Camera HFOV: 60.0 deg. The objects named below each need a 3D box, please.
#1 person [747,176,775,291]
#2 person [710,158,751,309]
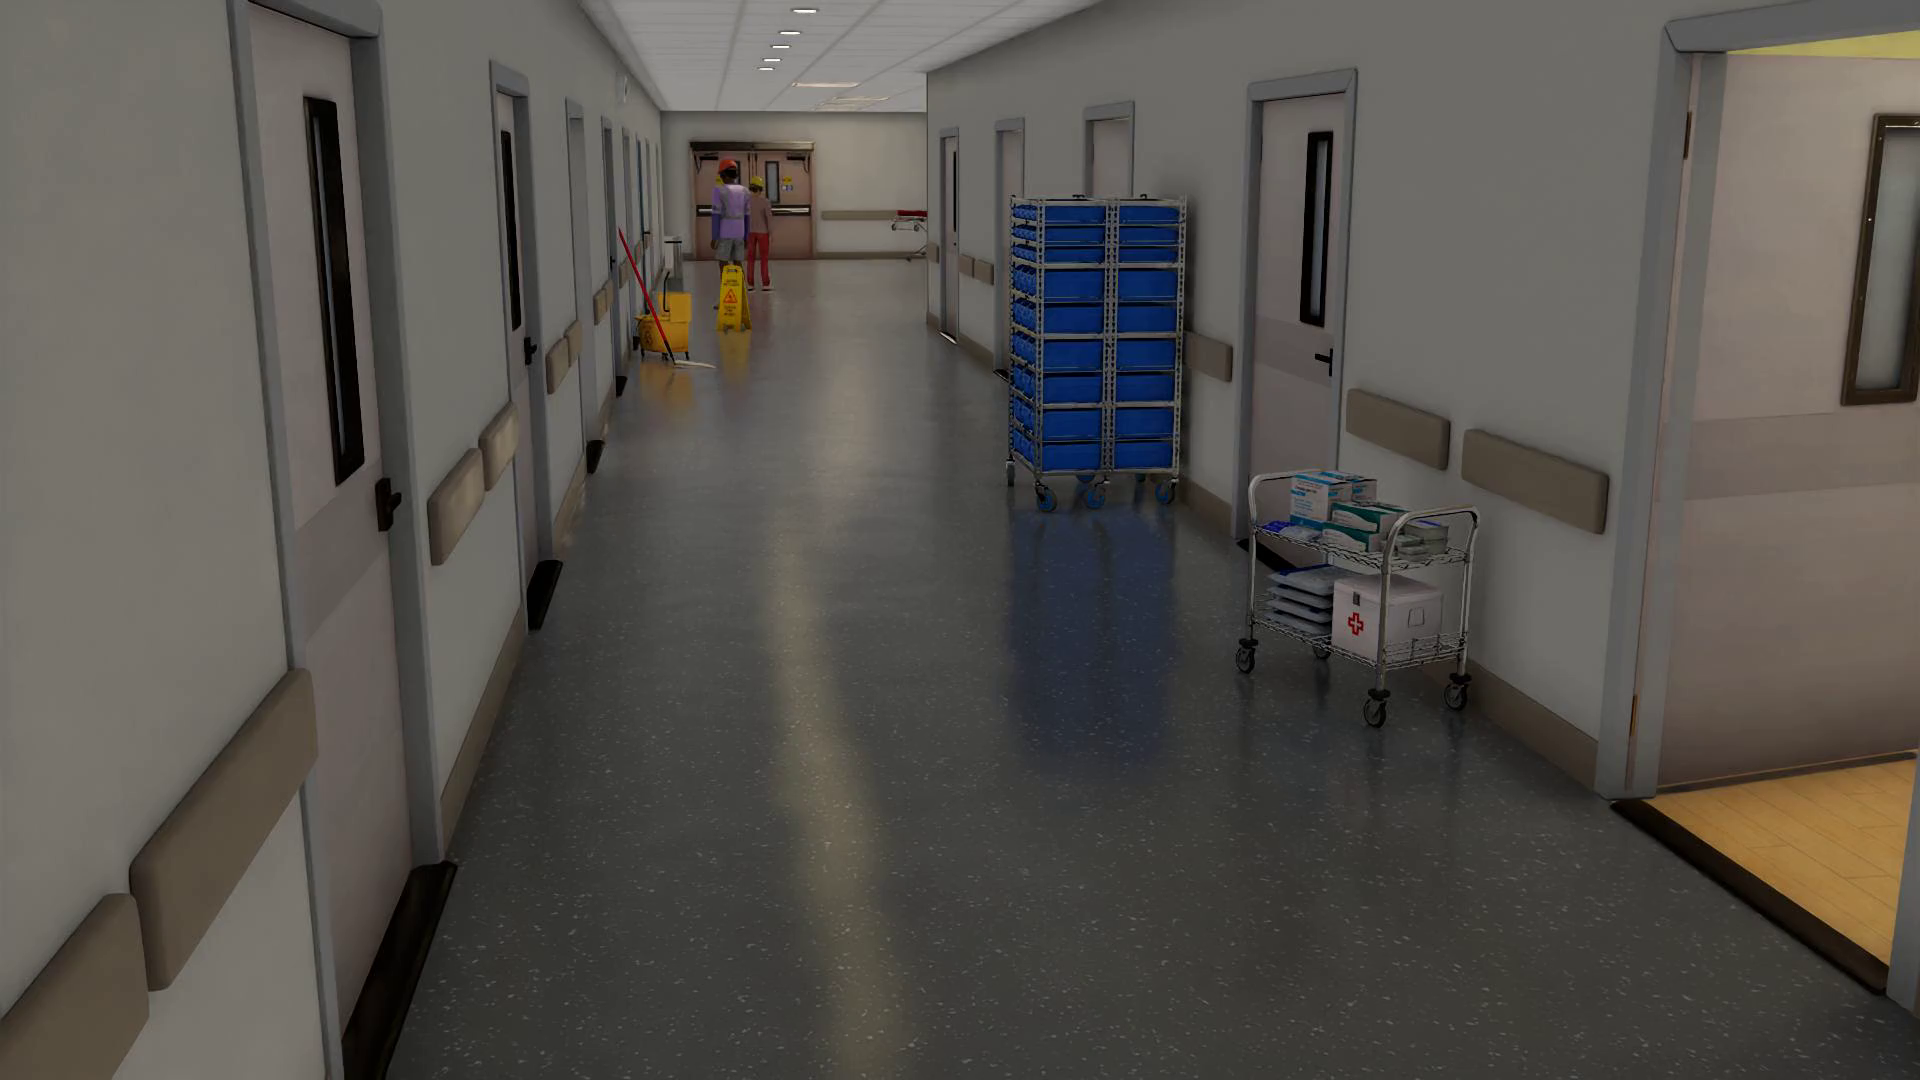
[{"bbox_3d":[-3.154,-4.778,25.978,0.525,1.772,0.304,4,13,17],"label":"person"},{"bbox_3d":[-3.129,-4.150,22.608,0.620,2.030,0.405,-12,18,-43],"label":"person"}]
